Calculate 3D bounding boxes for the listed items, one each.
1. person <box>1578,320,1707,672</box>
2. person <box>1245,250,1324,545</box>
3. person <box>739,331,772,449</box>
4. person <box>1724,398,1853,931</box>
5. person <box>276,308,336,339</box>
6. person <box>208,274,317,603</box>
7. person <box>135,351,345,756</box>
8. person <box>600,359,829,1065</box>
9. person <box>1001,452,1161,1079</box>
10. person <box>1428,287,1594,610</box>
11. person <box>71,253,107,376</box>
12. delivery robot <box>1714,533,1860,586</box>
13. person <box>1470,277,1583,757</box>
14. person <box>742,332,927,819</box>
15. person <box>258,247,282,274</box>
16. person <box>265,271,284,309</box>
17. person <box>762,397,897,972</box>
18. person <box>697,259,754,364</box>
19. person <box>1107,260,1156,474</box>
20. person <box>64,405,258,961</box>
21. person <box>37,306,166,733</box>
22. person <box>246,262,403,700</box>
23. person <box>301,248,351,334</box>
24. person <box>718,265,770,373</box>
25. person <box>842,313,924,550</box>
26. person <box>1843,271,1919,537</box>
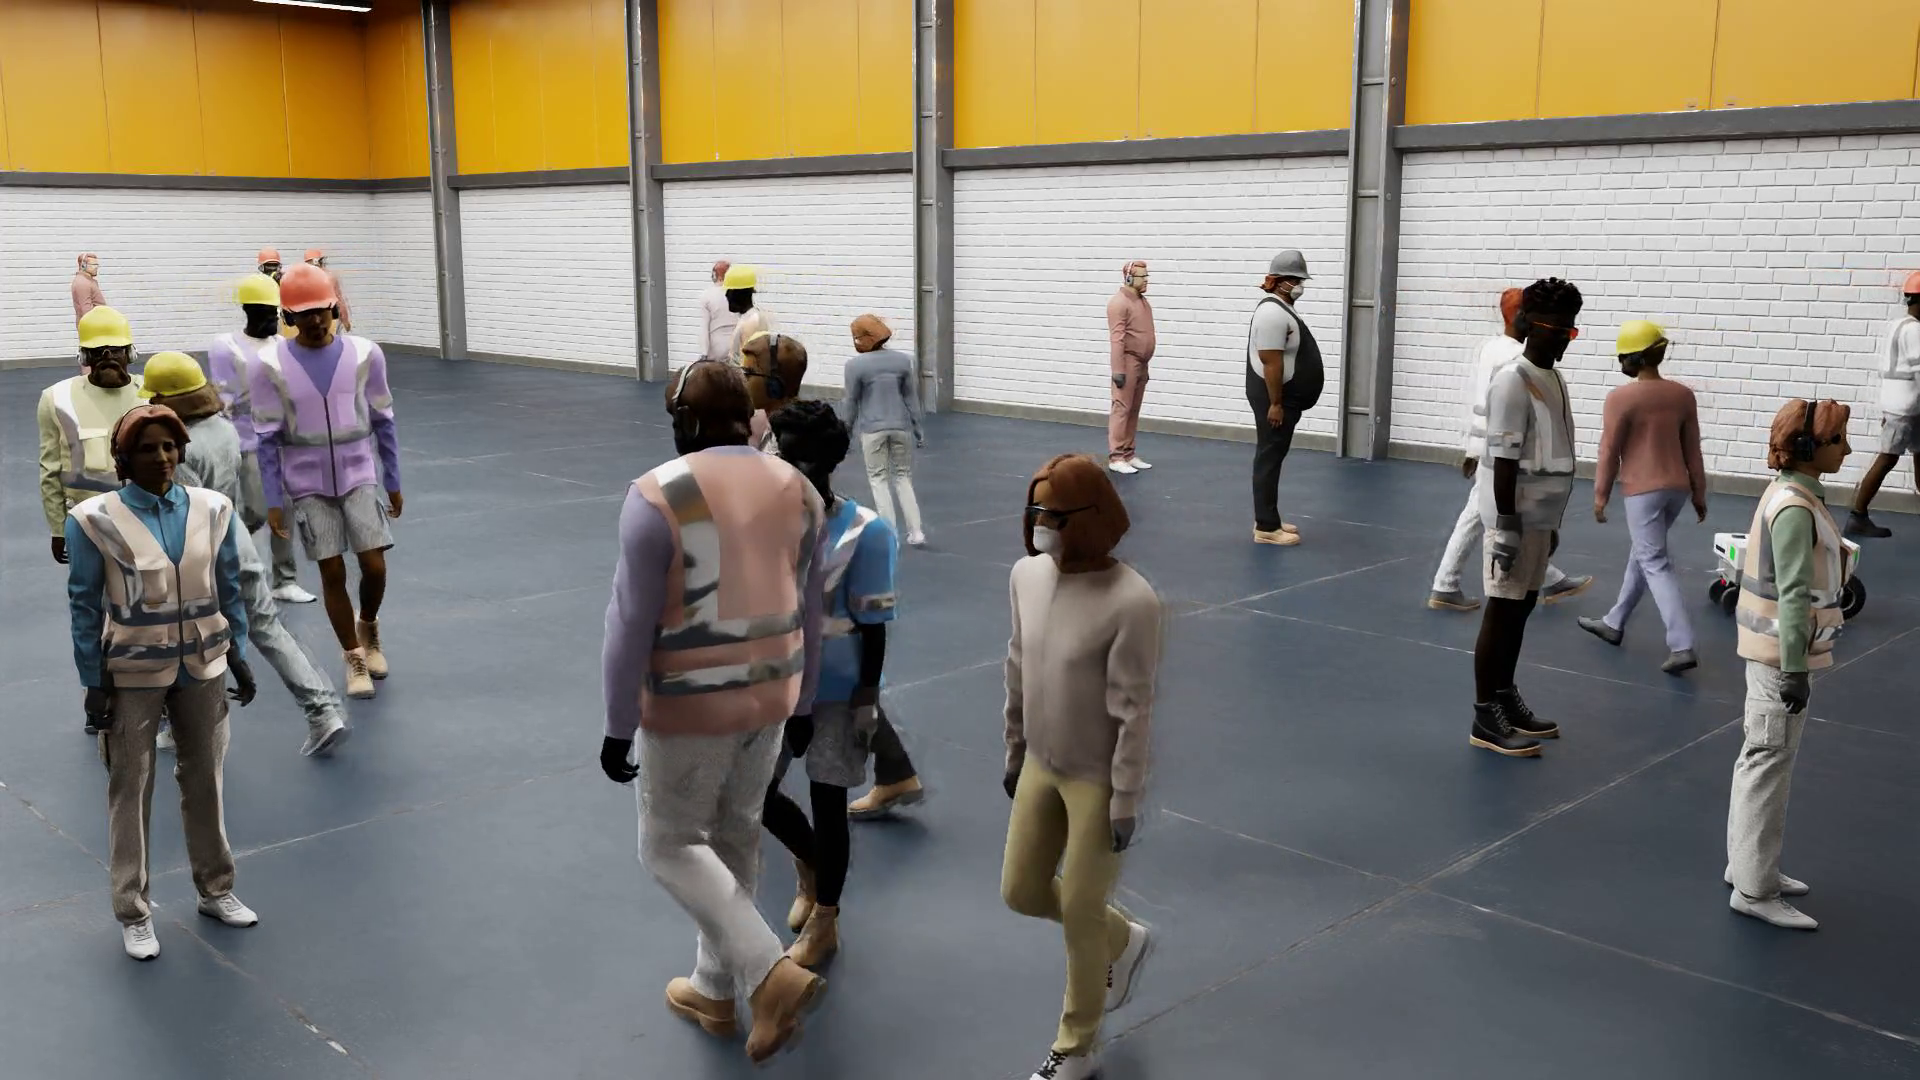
[{"bbox_3d":[3.458,-0.226,8.281,0.562,1.713,0.933,-4,11,-21],"label":"person"},{"bbox_3d":[2.265,-1.002,11.607,0.536,2.000,0.683,2,11,12],"label":"person"},{"bbox_3d":[-0.758,-0.065,7.395,0.917,1.716,0.543,9,14,41],"label":"person"},{"bbox_3d":[2.583,0.374,5.201,0.306,1.640,0.522,4,11,23],"label":"person"},{"bbox_3d":[-5.065,-1.182,12.947,0.560,1.914,0.683,0,10,0],"label":"person"},{"bbox_3d":[-4.079,-0.576,9.626,0.587,1.913,0.603,5,11,25],"label":"person"},{"bbox_3d":[-2.964,0.073,6.699,0.894,1.685,0.501,3,11,13],"label":"person"},{"bbox_3d":[-0.577,0.452,4.292,0.609,1.819,0.668,10,14,43],"label":"person"},{"bbox_3d":[0.330,0.573,4.154,0.473,1.613,0.505,-9,14,-41],"label":"person"},{"bbox_3d":[3.147,-0.497,9.406,0.991,1.829,0.577,0,10,2],"label":"person"},{"bbox_3d":[-11.003,-2.675,21.104,0.402,1.904,0.652,-5,12,-27],"label":"person"},{"bbox_3d":[4.669,0.093,9.419,0.707,0.478,0.477,2,11,9],"label":"delivery robot"},{"bbox_3d":[2.355,-0.102,6.912,0.371,1.960,0.609,7,13,35],"label":"person"},{"bbox_3d":[-0.588,0.154,5.977,0.987,1.802,0.522,1,10,6],"label":"person"},{"bbox_3d":[-7.582,-2.229,18.424,0.379,1.996,0.610,10,14,44],"label":"person"},{"bbox_3d":[-5.973,-1.455,14.700,0.982,1.828,0.540,1,10,4],"label":"person"},{"bbox_3d":[-0.432,0.425,4.782,0.550,1.683,0.362,6,12,29],"label":"person"},{"bbox_3d":[-2.481,-2.058,17.815,0.657,1.882,0.871,-6,12,-29],"label":"person"},{"bbox_3d":[1.568,-1.564,15.038,0.400,1.907,0.644,6,12,28],"label":"person"},{"bbox_3d":[-2.383,0.410,4.997,0.310,1.642,0.514,9,14,40],"label":"person"},{"bbox_3d":[-3.642,-0.092,7.215,0.586,1.833,0.404,-7,13,-34],"label":"person"},{"bbox_3d":[-2.885,-0.257,7.616,0.625,2.017,0.480,-5,12,-27],"label":"person"},{"bbox_3d":[-8.853,-3.089,23.244,0.915,1.936,0.641,-10,14,-42],"label":"person"},{"bbox_3d":[-1.606,-1.093,12.444,0.414,1.911,0.626,-1,10,-7],"label":"person"},{"bbox_3d":[-0.536,-0.729,11.284,0.523,1.604,0.421,-6,12,-29],"label":"person"},{"bbox_3d":[6.728,-0.935,11.659,0.856,1.896,0.552,5,12,27],"label":"person"}]
